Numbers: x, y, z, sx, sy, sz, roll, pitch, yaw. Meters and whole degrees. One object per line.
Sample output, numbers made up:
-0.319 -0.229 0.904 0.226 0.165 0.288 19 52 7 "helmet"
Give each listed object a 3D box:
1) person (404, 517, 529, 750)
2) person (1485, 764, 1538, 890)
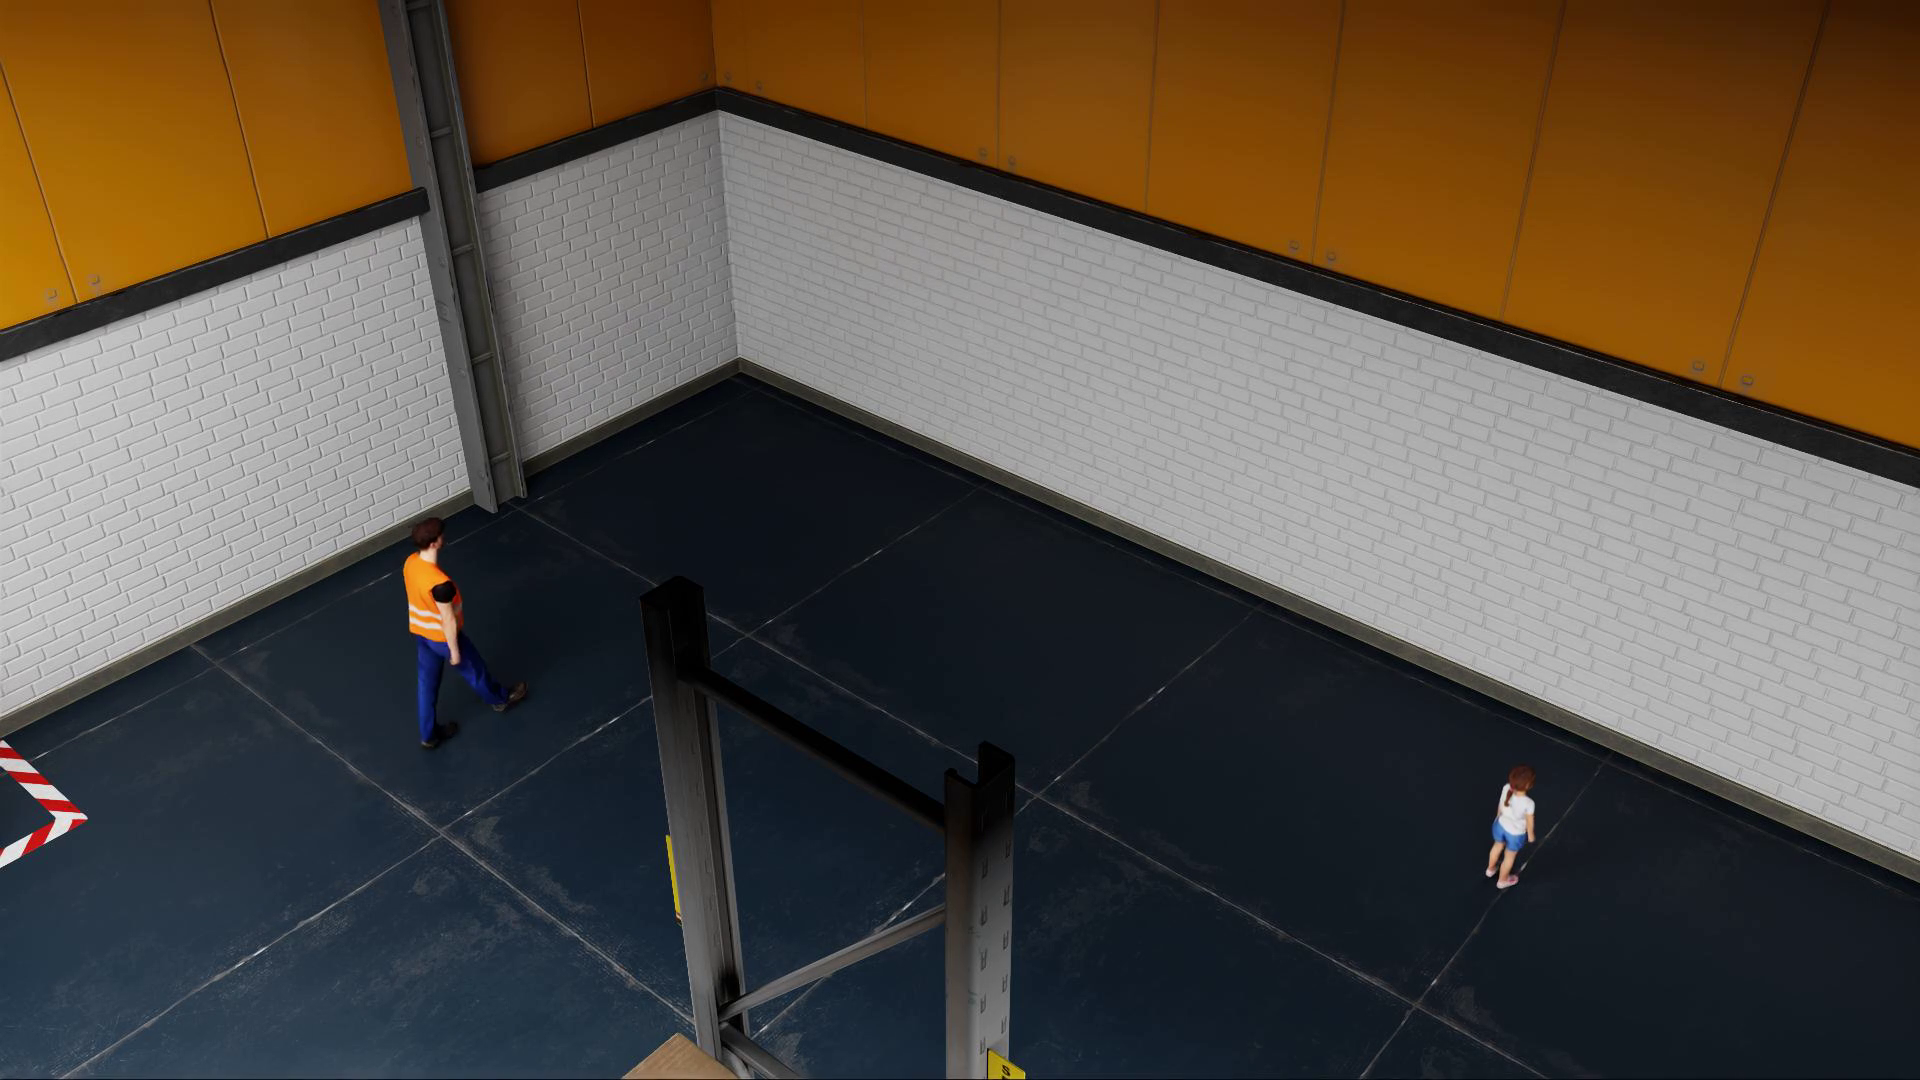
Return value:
-3.841 0.717 12.042 0.696 1.849 1.103 25 41 32 "person"
3.653 1.897 11.018 0.521 1.019 0.486 -17 37 -24 "person"
